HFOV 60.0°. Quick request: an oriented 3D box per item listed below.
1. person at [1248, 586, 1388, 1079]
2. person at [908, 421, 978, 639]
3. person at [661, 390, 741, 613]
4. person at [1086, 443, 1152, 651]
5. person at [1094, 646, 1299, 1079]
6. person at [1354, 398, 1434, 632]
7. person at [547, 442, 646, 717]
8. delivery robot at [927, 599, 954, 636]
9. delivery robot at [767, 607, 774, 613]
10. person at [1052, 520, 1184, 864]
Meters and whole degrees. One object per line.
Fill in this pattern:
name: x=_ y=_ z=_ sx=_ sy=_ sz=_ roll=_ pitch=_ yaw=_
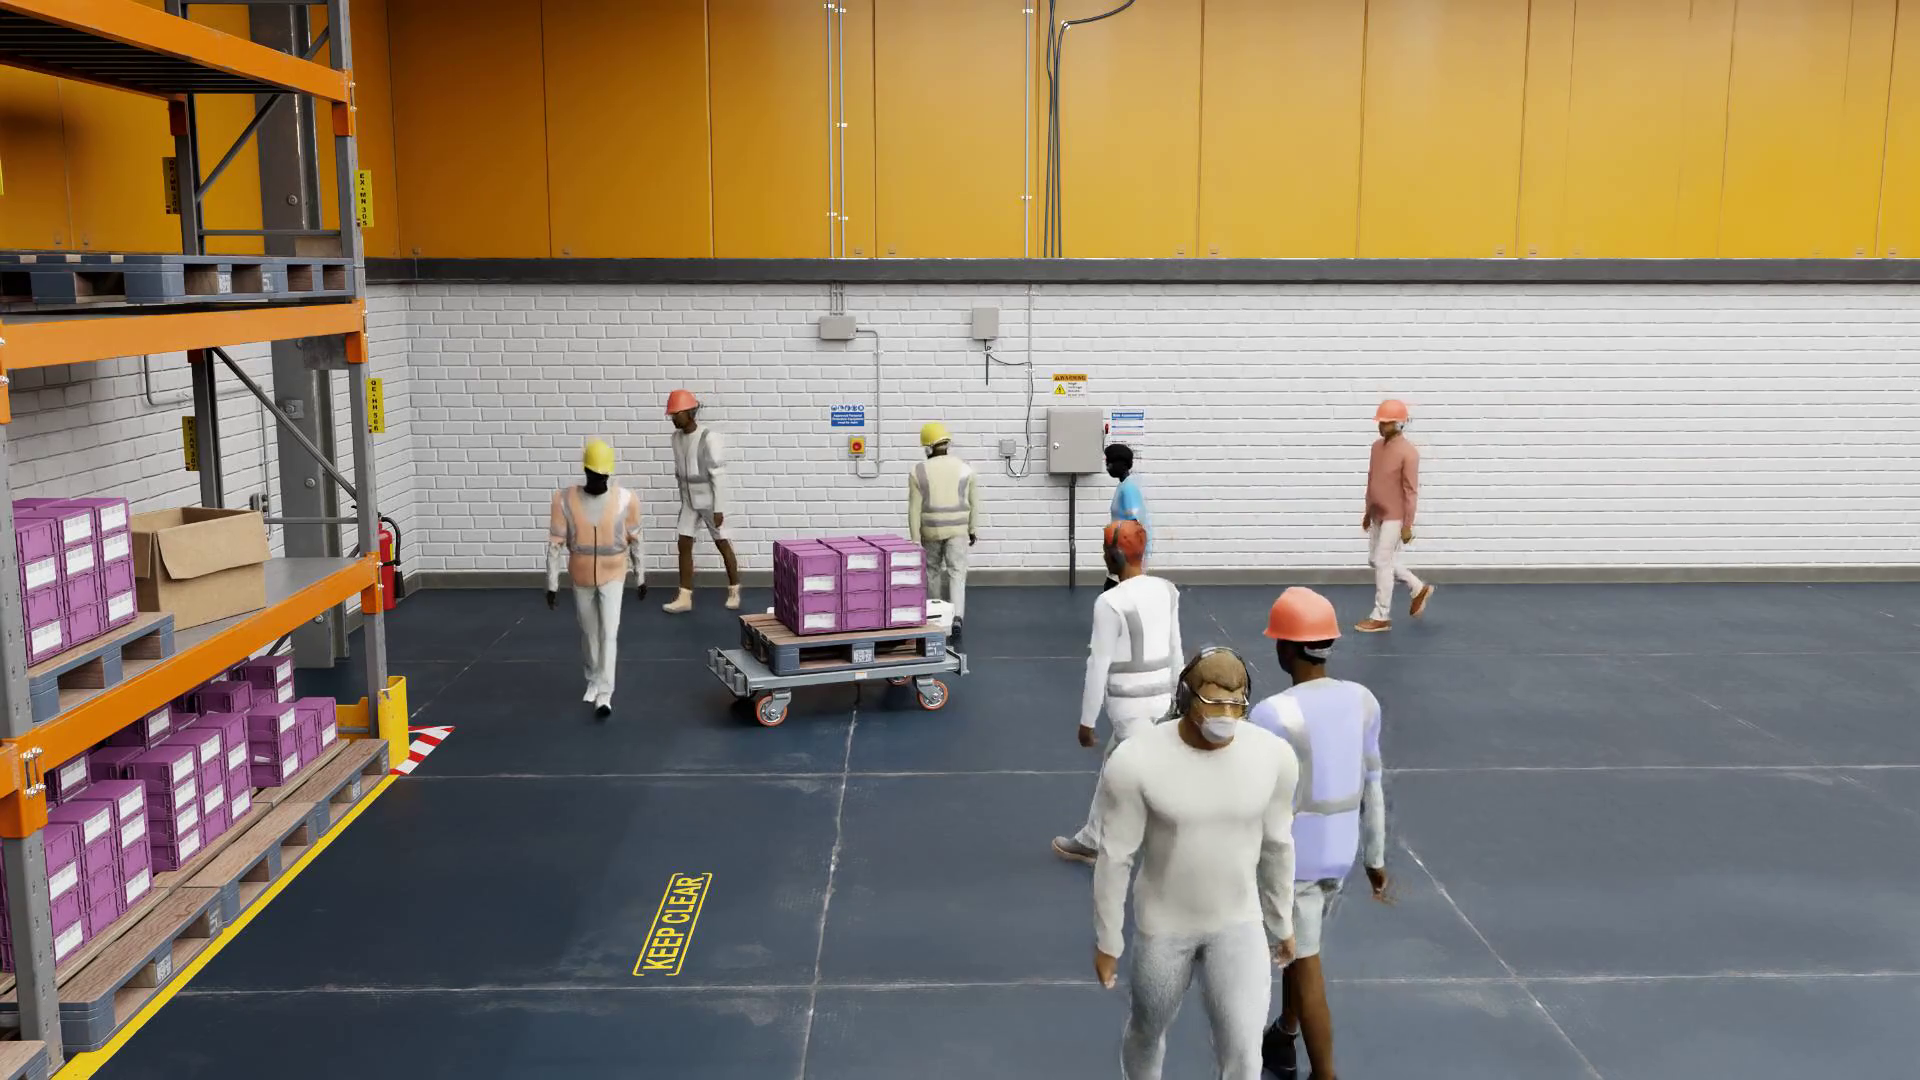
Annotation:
person: x=1.190 y=1.108 z=6.030 sx=0.594 sy=1.905 sz=0.811 roll=-6 pitch=11 yaw=-31
person: x=-0.136 y=-0.087 z=13.743 sx=0.594 sy=1.789 sz=0.858 roll=-1 pitch=9 yaw=-6
person: x=-2.283 y=-0.340 z=14.742 sx=0.613 sy=1.992 sz=0.755 roll=7 pitch=12 yaw=36
person: x=1.257 y=0.067 z=13.124 sx=0.660 sy=1.665 sz=0.551 roll=1 pitch=9 yaw=8
person: x=0.765 y=1.255 z=5.243 sx=0.672 sy=1.867 sz=1.076 roll=0 pitch=9 yaw=-3
person: x=3.672 y=-0.216 z=13.966 sx=0.726 sy=1.971 sz=0.627 roll=-2 pitch=10 yaw=-15
person: x=-2.488 y=0.264 z=11.339 sx=0.627 sy=1.856 sz=1.003 roll=-1 pitch=9 yaw=-6
delivery robot: x=-0.407 y=0.611 z=12.937 sx=0.707 sy=0.478 sz=0.477 roll=-5 pitch=11 yaw=-30
delivery robot: x=-1.133 y=0.634 z=12.793 sx=0.707 sy=0.478 sz=0.477 roll=-1 pitch=9 yaw=-5
person: x=0.856 y=0.810 z=8.138 sx=1.003 sy=1.831 sz=0.582 roll=8 pitch=12 yaw=39
